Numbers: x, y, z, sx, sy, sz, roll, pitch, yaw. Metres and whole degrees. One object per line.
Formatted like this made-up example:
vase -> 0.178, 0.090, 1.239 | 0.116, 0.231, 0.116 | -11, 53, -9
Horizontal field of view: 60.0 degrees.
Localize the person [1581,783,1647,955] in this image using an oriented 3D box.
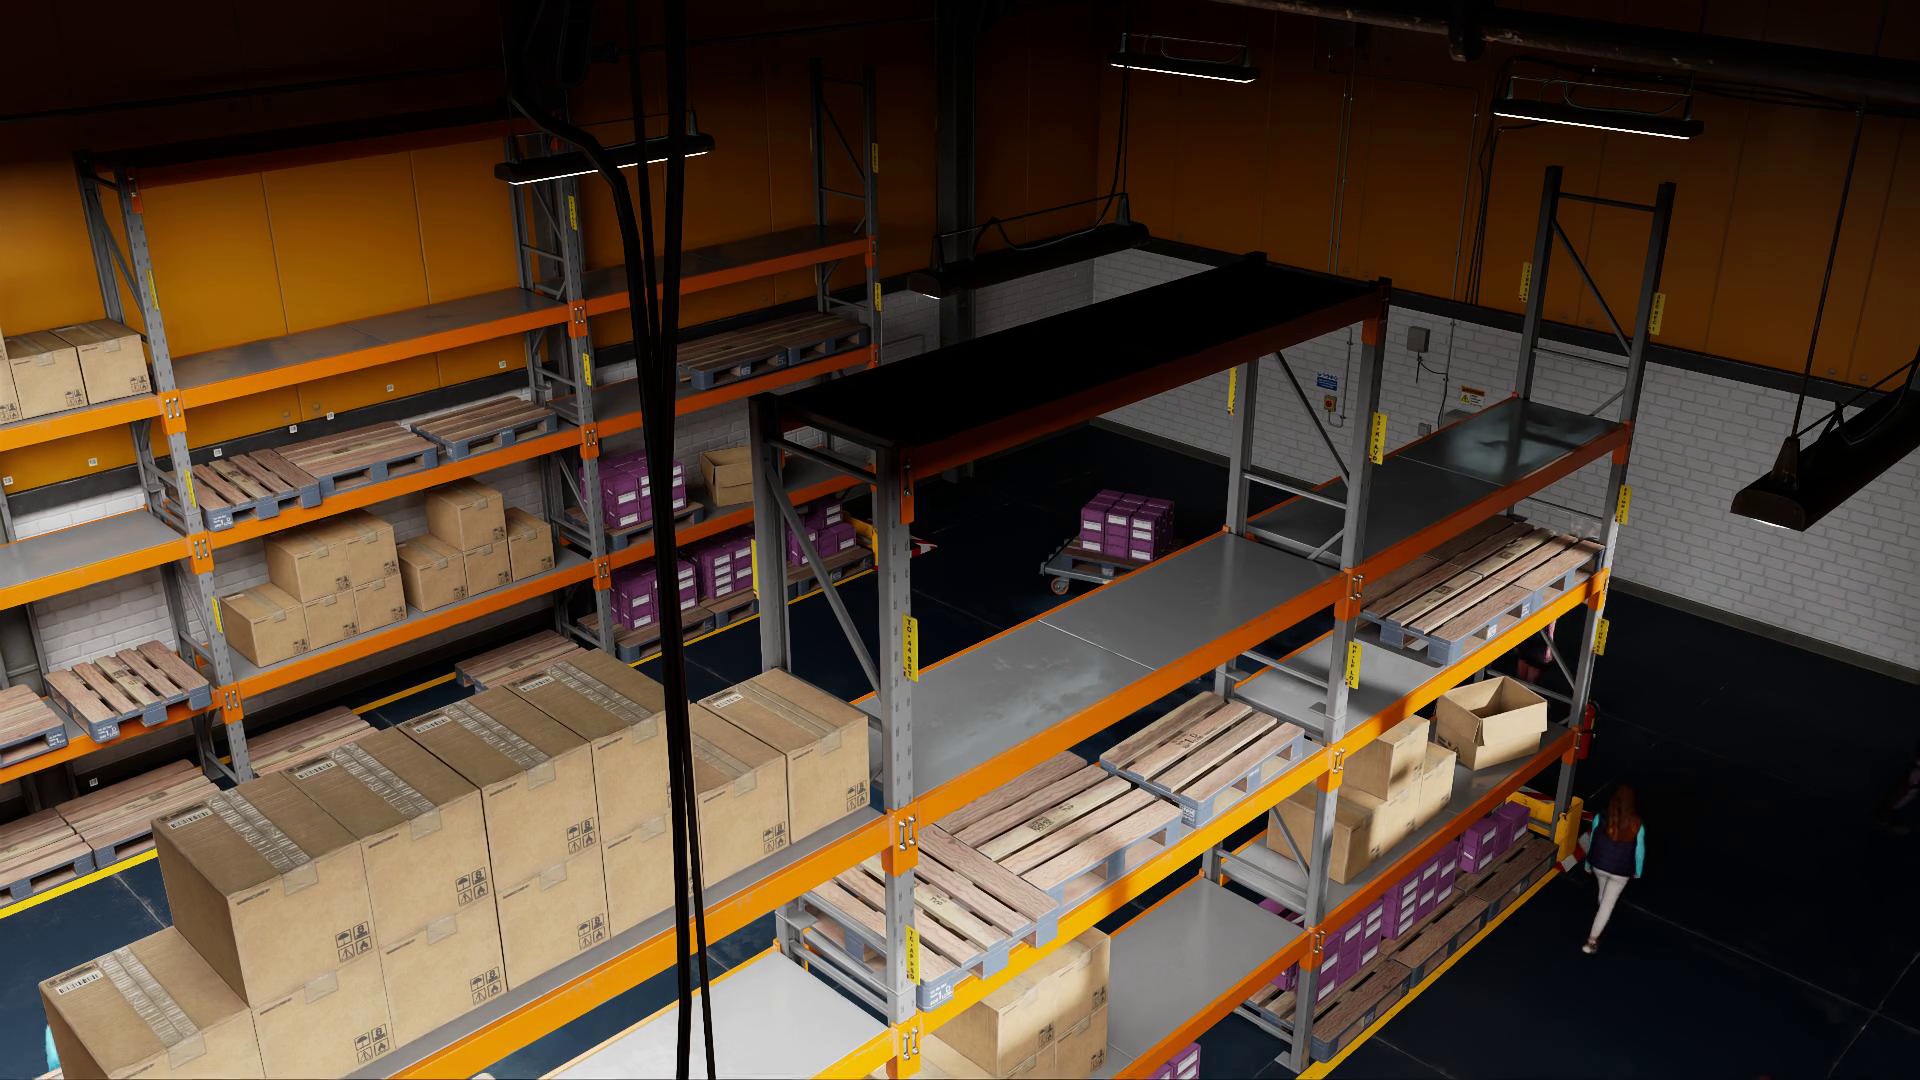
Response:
person -> 5.241, 2.672, 13.430 | 0.638, 1.467, 0.997 | 19, 30, 36
